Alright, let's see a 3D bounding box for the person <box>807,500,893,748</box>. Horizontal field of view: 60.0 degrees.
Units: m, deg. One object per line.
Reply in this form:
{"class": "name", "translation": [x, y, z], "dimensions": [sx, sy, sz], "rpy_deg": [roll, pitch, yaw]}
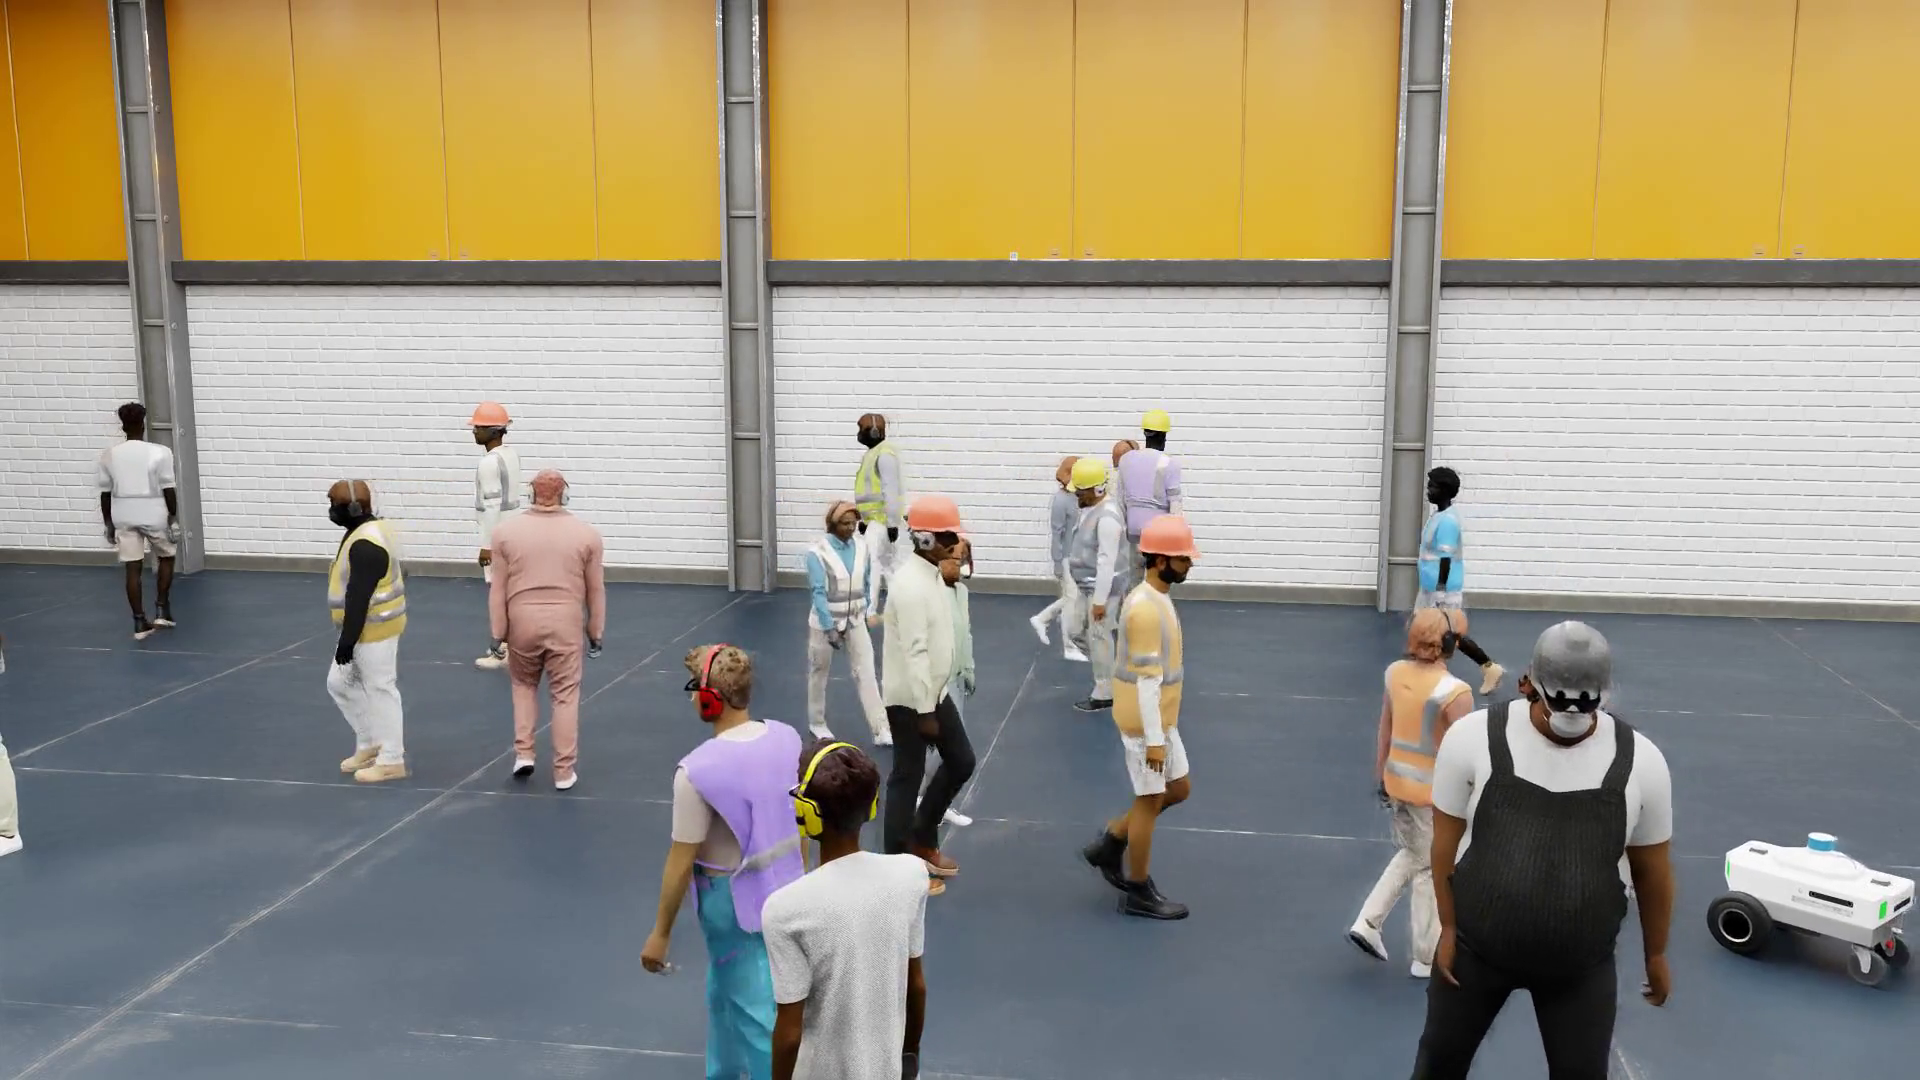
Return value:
{"class": "person", "translation": [-0.720, 0.547, 10.487], "dimensions": [0.525, 1.596, 0.878], "rpy_deg": [-7, 12, -37]}

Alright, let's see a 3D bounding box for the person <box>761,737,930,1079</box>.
{"class": "person", "translation": [-0.304, 1.417, 4.283], "dimensions": [0.508, 1.873, 0.329], "rpy_deg": [-8, 12, -40]}

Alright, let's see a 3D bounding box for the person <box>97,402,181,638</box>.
{"class": "person", "translation": [-6.809, -0.176, 13.853], "dimensions": [0.629, 1.945, 0.600], "rpy_deg": [-2, 9, -10]}

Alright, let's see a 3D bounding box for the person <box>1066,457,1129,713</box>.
{"class": "person", "translation": [0.913, 0.315, 11.320], "dimensions": [0.454, 1.790, 0.662], "rpy_deg": [-1, 9, -7]}

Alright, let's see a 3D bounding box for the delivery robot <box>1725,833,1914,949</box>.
{"class": "delivery robot", "translation": [3.772, 1.534, 7.318], "dimensions": [0.477, 0.478, 0.707], "rpy_deg": [-8, 12, -40]}

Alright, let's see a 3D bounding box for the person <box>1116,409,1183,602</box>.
{"class": "person", "translation": [1.546, -0.093, 13.423], "dimensions": [0.594, 1.924, 0.383], "rpy_deg": [8, 12, 39]}

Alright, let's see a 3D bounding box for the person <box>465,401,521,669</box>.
{"class": "person", "translation": [-3.552, -0.037, 12.713], "dimensions": [0.373, 2.043, 0.615], "rpy_deg": [0, 9, 2]}

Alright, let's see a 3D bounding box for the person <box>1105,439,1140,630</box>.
{"class": "person", "translation": [1.370, -0.020, 13.842], "dimensions": [0.515, 1.645, 0.309], "rpy_deg": [9, 13, 44]}

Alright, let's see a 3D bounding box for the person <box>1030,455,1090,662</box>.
{"class": "person", "translation": [0.809, 0.131, 12.972], "dimensions": [0.509, 1.614, 0.510], "rpy_deg": [4, 10, 25]}

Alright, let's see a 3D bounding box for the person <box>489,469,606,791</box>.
{"class": "person", "translation": [-2.416, 0.529, 9.784], "dimensions": [0.669, 1.871, 0.510], "rpy_deg": [-2, 9, -12]}

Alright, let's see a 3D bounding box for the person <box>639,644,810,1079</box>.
{"class": "person", "translation": [-0.826, 1.237, 5.556], "dimensions": [0.805, 1.813, 0.561], "rpy_deg": [5, 10, 26]}

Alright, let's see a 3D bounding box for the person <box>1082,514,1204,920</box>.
{"class": "person", "translation": [0.881, 0.829, 7.759], "dimensions": [0.485, 1.925, 0.562], "rpy_deg": [3, 10, 16]}

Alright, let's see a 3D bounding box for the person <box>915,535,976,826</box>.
{"class": "person", "translation": [-0.048, 0.770, 9.014], "dimensions": [0.338, 1.618, 0.534], "rpy_deg": [4, 10, 23]}

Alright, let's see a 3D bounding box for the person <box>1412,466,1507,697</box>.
{"class": "person", "translation": [3.468, 0.308, 11.743], "dimensions": [0.766, 1.673, 0.539], "rpy_deg": [1, 9, 8]}

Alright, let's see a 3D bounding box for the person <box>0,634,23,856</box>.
{"class": "person", "translation": [-5.100, 0.728, 8.549], "dimensions": [0.515, 1.866, 0.333], "rpy_deg": [7, 12, 37]}

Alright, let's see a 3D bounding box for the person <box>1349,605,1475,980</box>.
{"class": "person", "translation": [1.943, 1.087, 7.067], "dimensions": [0.405, 1.631, 0.530], "rpy_deg": [-4, 10, -21]}

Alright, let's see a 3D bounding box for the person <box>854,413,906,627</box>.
{"class": "person", "translation": [-0.751, -0.164, 14.172], "dimensions": [0.744, 1.825, 0.668], "rpy_deg": [-2, 9, -13]}

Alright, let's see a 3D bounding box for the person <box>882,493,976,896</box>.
{"class": "person", "translation": [-0.169, 0.757, 8.040], "dimensions": [0.480, 1.978, 0.638], "rpy_deg": [2, 10, 15]}

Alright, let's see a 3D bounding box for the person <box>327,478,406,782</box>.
{"class": "person", "translation": [-3.535, 0.544, 9.806], "dimensions": [0.514, 1.823, 0.627], "rpy_deg": [-5, 10, -26]}
